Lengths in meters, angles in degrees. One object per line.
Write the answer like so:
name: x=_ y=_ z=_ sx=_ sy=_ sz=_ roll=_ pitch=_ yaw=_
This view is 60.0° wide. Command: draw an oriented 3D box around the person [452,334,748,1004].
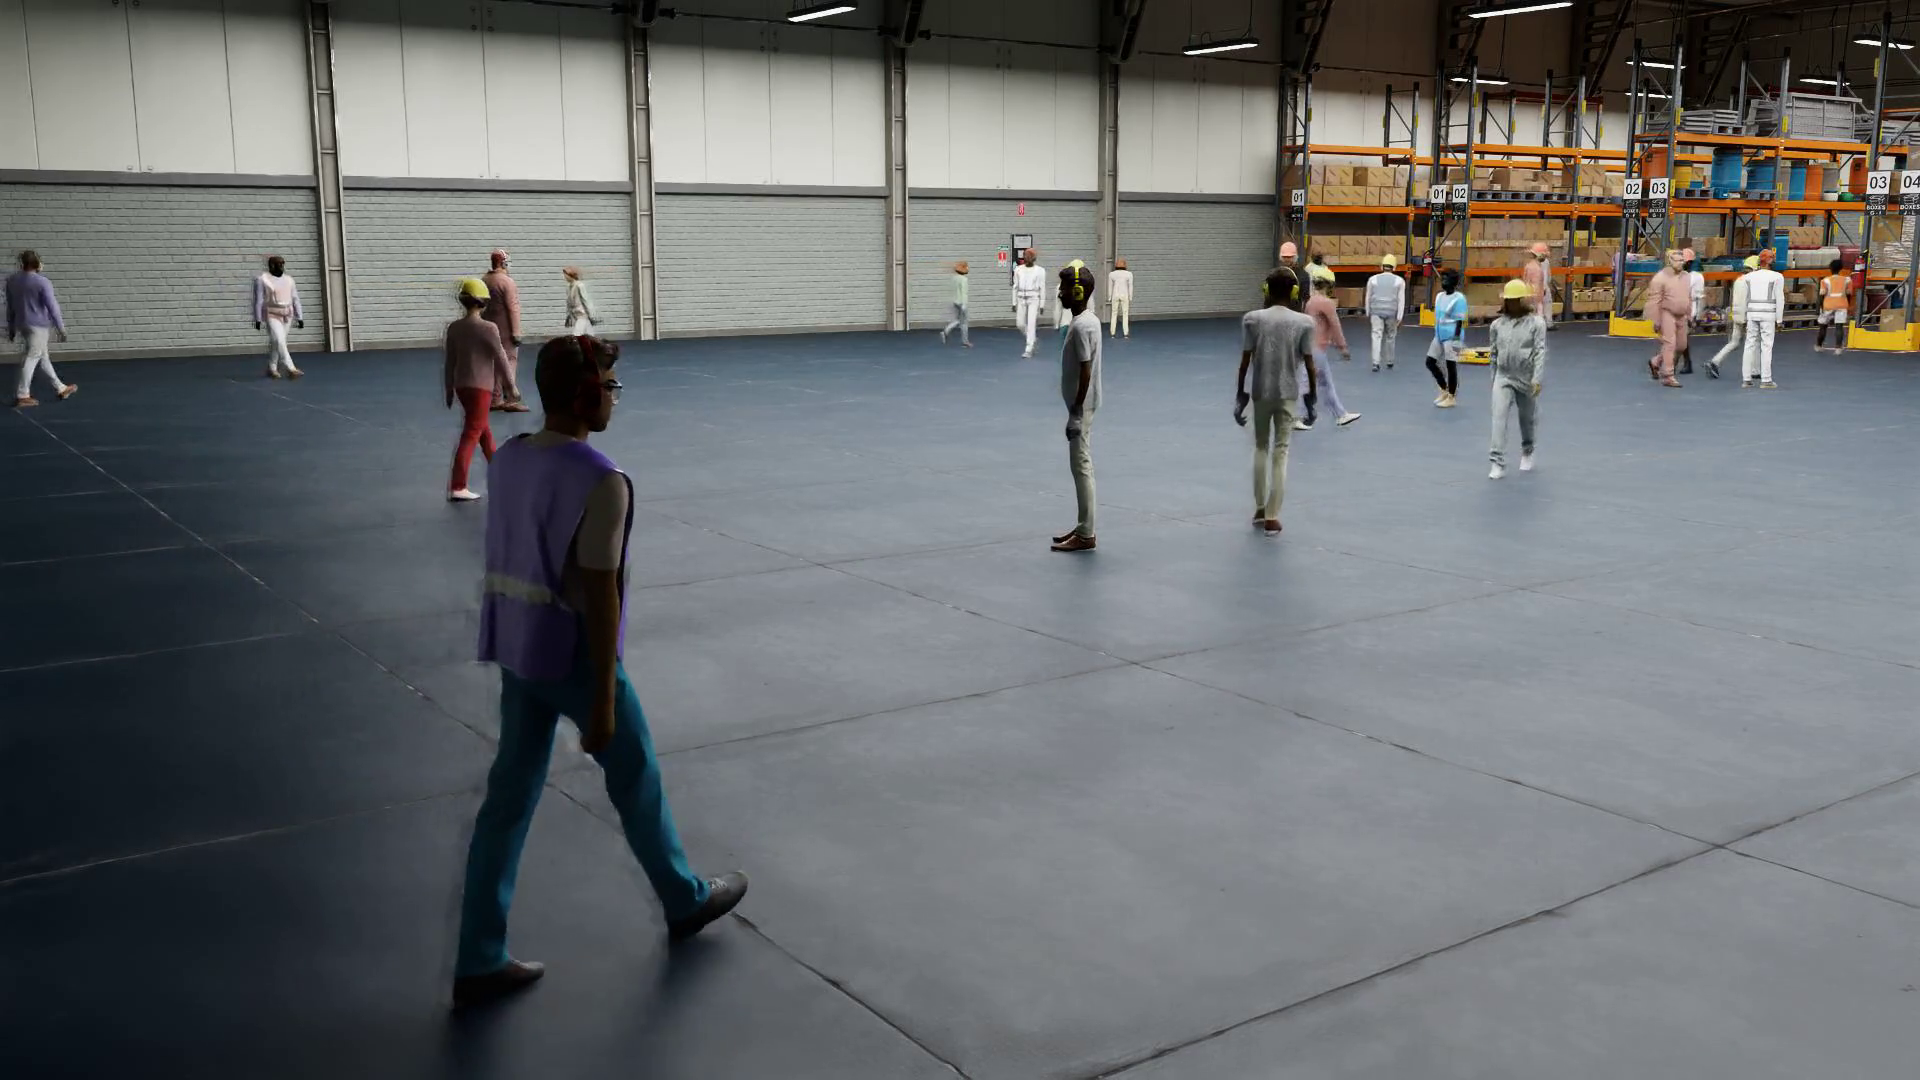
person: x=-1.047 y=0.332 z=4.609 sx=0.591 sy=1.791 sz=0.962 roll=8 pitch=13 yaw=39

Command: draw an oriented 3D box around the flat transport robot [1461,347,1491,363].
flat transport robot: x=8.785 y=-3.052 z=27.345 sx=1.431 sy=0.197 sz=0.652 roll=-7 pitch=13 yaw=-34

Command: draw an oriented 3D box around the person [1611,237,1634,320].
person: x=15.505 y=-6.035 z=38.840 sx=0.382 sy=2.040 sz=0.616 roll=-5 pitch=11 yaw=-25

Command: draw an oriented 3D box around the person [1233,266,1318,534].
person: x=2.235 y=-0.989 z=11.697 sx=0.572 sy=1.845 sz=0.696 roll=3 pitch=11 yaw=18

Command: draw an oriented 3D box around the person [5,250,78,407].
person: x=-11.314 y=-2.609 z=20.478 sx=0.658 sy=1.882 sz=1.020 roll=4 pitch=11 yaw=20

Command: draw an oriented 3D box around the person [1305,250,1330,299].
person: x=6.859 y=-4.633 z=31.828 sx=0.714 sy=1.810 sz=0.439 roll=-9 pitch=14 yaw=-41

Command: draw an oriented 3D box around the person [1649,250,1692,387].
person: x=9.803 y=-3.066 z=23.009 sx=0.671 sy=1.884 sz=0.664 roll=-5 pitch=11 yaw=-24

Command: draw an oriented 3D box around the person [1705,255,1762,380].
person: x=11.257 y=-3.195 z=23.966 sx=0.820 sy=1.807 sz=0.600 roll=0 pitch=10 yaw=-2

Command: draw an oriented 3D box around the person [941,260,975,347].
person: x=-0.028 y=-4.405 z=31.044 sx=0.578 sy=1.615 sz=0.513 roll=-5 pitch=11 yaw=-25

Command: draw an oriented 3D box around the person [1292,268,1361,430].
person: x=3.916 y=-2.033 z=17.794 sx=0.933 sy=1.708 sz=0.552 roll=-2 pitch=10 yaw=-9

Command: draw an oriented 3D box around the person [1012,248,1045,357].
person: x=1.199 y=-4.078 z=28.580 sx=0.605 sy=1.869 sz=0.570 roll=5 pitch=11 yaw=26

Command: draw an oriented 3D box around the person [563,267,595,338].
person: x=-5.911 y=-3.384 z=25.523 sx=0.905 sy=1.582 sz=0.537 roll=-7 pitch=12 yaw=-34

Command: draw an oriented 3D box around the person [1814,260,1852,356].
person: x=15.245 y=-4.048 z=29.010 sx=0.548 sy=1.646 sz=0.886 roll=3 pitch=11 yaw=14

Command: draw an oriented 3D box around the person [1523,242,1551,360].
person: x=9.481 y=-3.978 z=27.766 sx=0.760 sy=1.969 sz=0.622 roll=0 pitch=10 yaw=0

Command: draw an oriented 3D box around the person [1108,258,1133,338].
person: x=3.270 y=-4.937 z=33.974 sx=0.499 sy=1.627 sz=0.304 roll=2 pitch=11 yaw=12

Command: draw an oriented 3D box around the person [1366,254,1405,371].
person: x=6.542 y=-3.494 z=25.617 sx=0.585 sy=1.790 sz=0.930 roll=3 pitch=11 yaw=17

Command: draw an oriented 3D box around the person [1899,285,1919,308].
person: x=19.209 y=-4.987 z=33.417 sx=0.630 sy=1.931 sz=0.373 roll=4 pitch=11 yaw=22

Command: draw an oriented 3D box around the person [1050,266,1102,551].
person: x=0.765 y=-0.856 z=10.930 sx=0.321 sy=1.867 sz=0.532 roll=1 pitch=10 yaw=8

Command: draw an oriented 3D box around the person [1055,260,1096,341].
person: x=1.583 y=-2.909 z=22.508 sx=0.543 sy=1.745 sz=0.599 roll=5 pitch=11 yaw=24

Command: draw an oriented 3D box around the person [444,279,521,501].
person: x=-3.770 y=-1.195 z=13.185 sx=0.534 sy=1.722 sz=0.915 roll=7 pitch=12 yaw=34

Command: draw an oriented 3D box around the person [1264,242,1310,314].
person: x=4.402 y=-3.024 z=22.512 sx=0.654 sy=1.967 sz=0.777 roll=4 pitch=11 yaw=20

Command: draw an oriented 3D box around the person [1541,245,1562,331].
person: x=12.857 y=-5.525 z=36.478 sx=0.829 sy=1.876 sz=0.674 roll=-1 pitch=10 yaw=-6

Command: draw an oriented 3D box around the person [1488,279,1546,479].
person: x=4.821 y=-1.407 z=14.405 sx=0.484 sy=1.700 sz=0.884 roll=5 pitch=12 yaw=27

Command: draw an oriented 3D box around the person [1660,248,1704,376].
person: x=10.761 y=-3.386 z=24.774 sx=1.015 sy=1.891 sz=0.549 roll=-7 pitch=13 yaw=-34

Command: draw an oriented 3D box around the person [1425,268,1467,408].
person: x=5.848 y=-2.421 z=19.987 sx=0.371 sy=1.682 sz=0.553 roll=-4 pitch=11 yaw=-20

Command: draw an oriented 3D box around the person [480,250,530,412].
person: x=-5.378 y=-2.461 z=19.623 sx=0.655 sy=1.904 sz=0.407 roll=9 pitch=13 yaw=40

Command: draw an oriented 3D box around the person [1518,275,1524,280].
person: x=15.127 y=-6.990 z=44.332 sx=0.664 sy=1.939 sz=0.618 roll=-5 pitch=11 yaw=-26

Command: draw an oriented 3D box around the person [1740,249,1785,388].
person: x=10.943 y=-3.012 z=22.692 sx=0.355 sy=1.887 sz=0.573 roll=-8 pitch=13 yaw=-39

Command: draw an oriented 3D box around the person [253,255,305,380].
person: x=-9.851 y=-3.217 z=24.103 sx=0.978 sy=1.787 sz=0.647 roll=6 pitch=12 yaw=29
